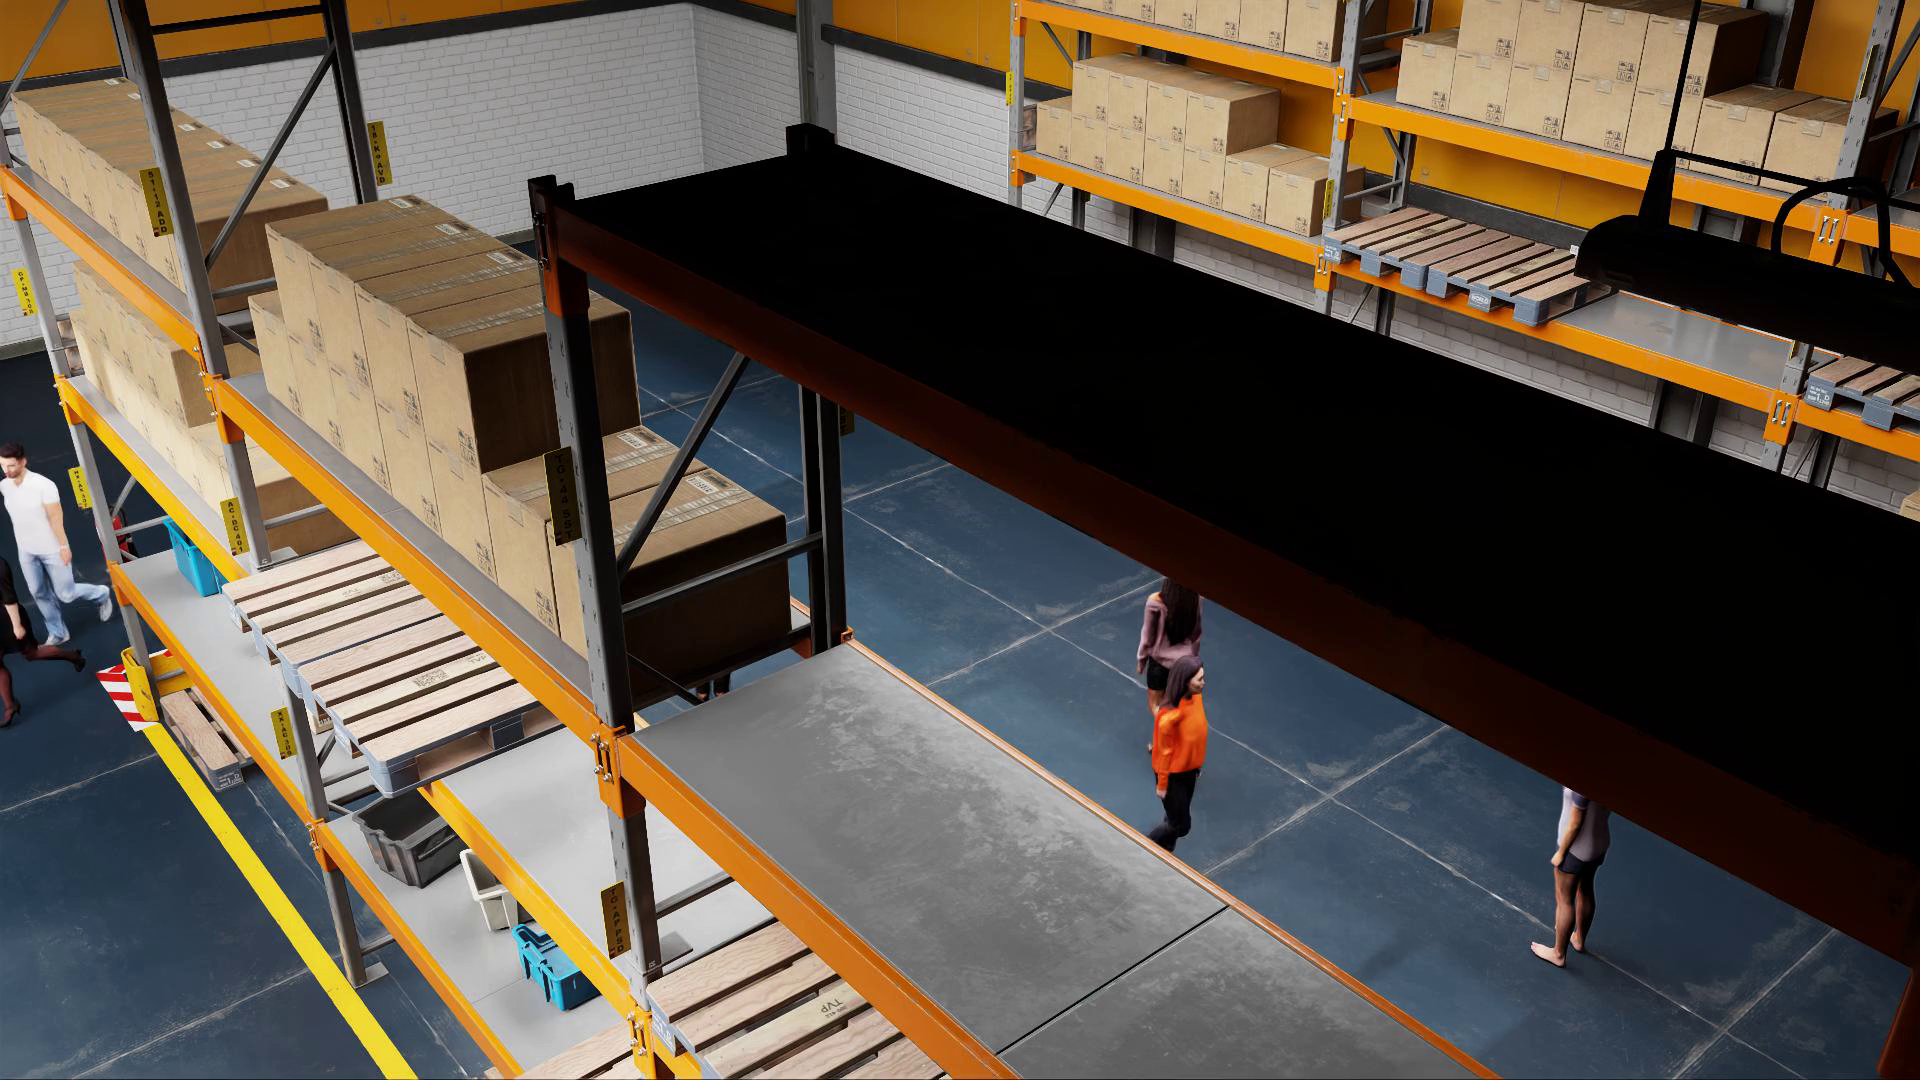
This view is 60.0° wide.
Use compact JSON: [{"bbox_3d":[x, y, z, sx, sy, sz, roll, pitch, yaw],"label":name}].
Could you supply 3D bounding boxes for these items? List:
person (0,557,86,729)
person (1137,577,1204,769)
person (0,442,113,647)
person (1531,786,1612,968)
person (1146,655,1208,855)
[{"bbox_3d":[-7.162,0.574,12.630,1.059,1.675,0.929,13,31,23],"label":"person"},{"bbox_3d":[1.525,0.933,11.851,0.787,1.792,1.026,-11,31,-20],"label":"person"},{"bbox_3d":[-7.375,0.014,13.489,0.992,1.837,1.025,5,29,10],"label":"person"},{"bbox_3d":[3.828,1.868,10.201,0.614,1.731,0.553,-19,34,-31],"label":"person"},{"bbox_3d":[1.339,1.496,10.879,0.737,1.734,0.706,20,34,32],"label":"person"}]
